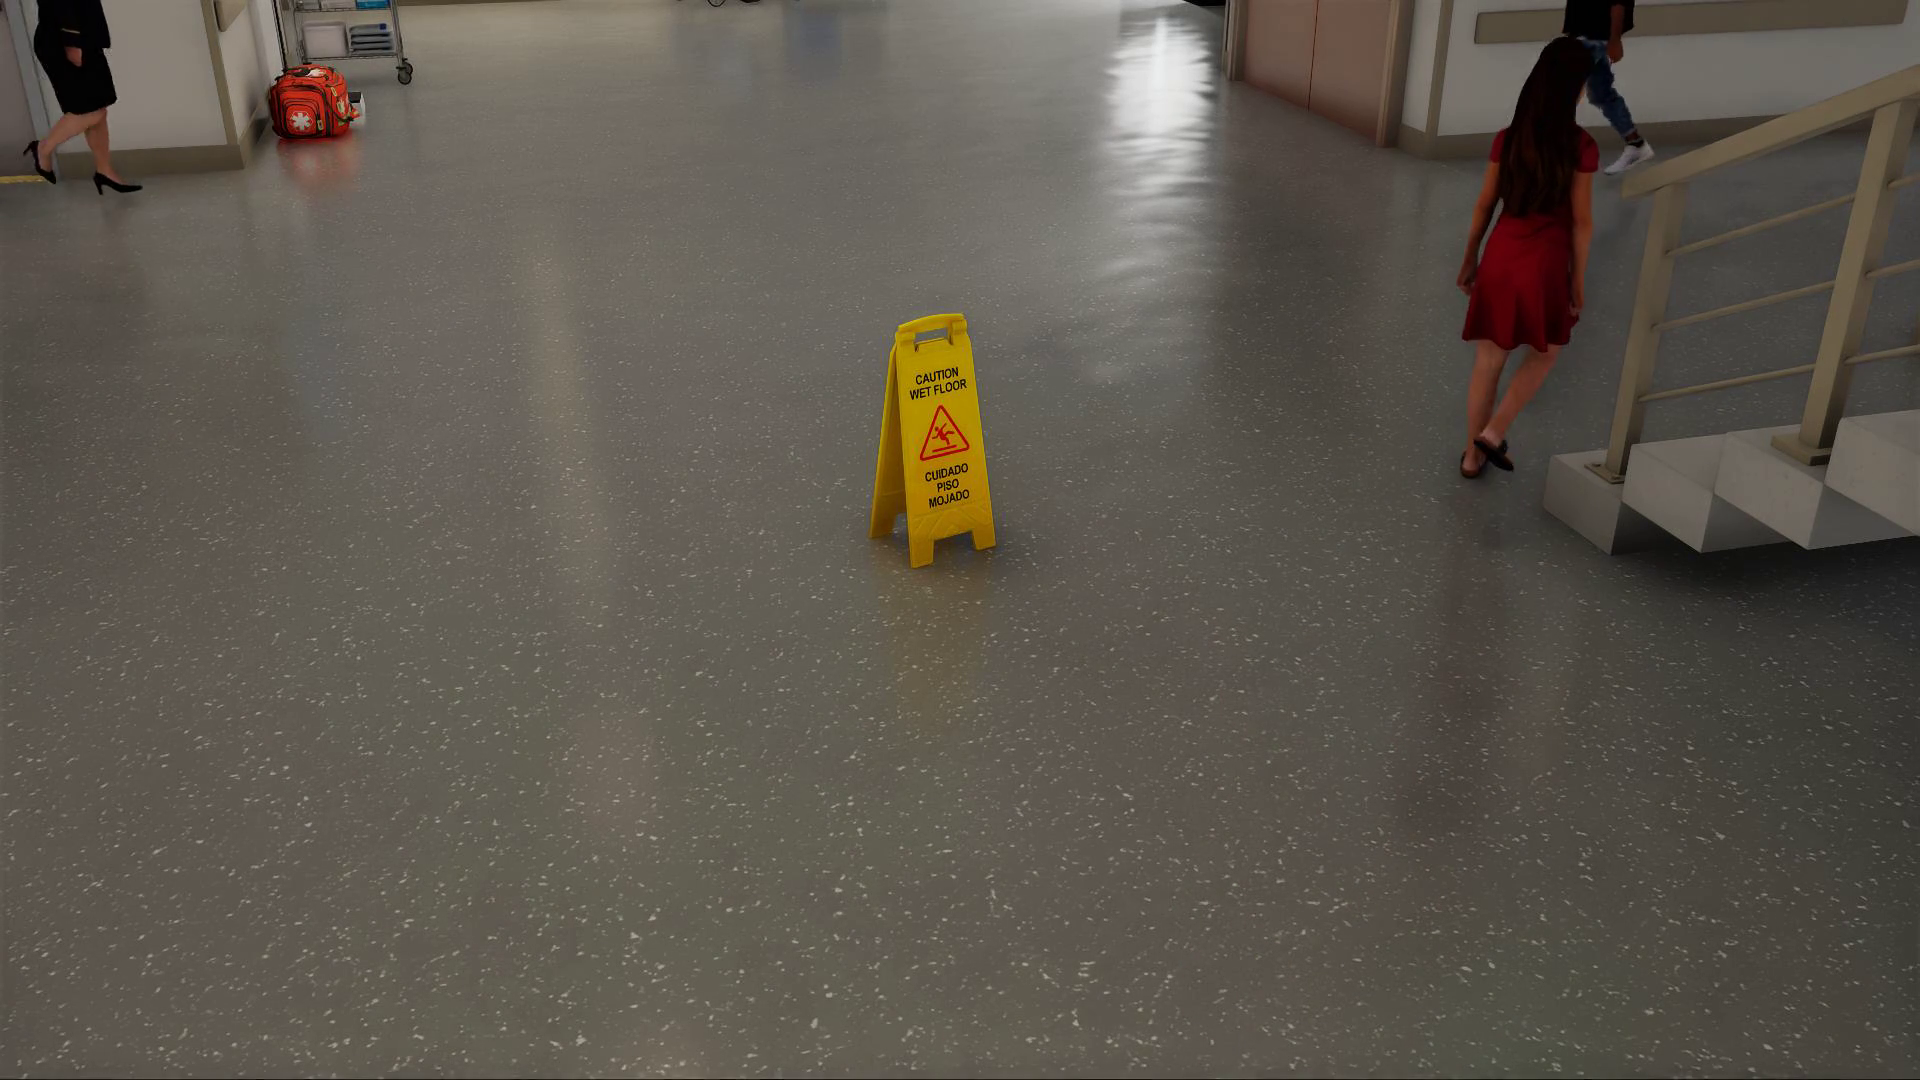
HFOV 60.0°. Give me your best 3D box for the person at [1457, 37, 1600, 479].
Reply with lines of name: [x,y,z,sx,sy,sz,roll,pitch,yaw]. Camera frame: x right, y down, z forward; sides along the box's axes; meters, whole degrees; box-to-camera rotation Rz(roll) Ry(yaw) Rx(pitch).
person: [1.931,-0.911,5.698,0.803,1.545,0.859,15,29,28]

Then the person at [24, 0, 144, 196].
person: [-5.099,-2.761,9.408,0.785,1.655,0.749,-7,27,-15]
